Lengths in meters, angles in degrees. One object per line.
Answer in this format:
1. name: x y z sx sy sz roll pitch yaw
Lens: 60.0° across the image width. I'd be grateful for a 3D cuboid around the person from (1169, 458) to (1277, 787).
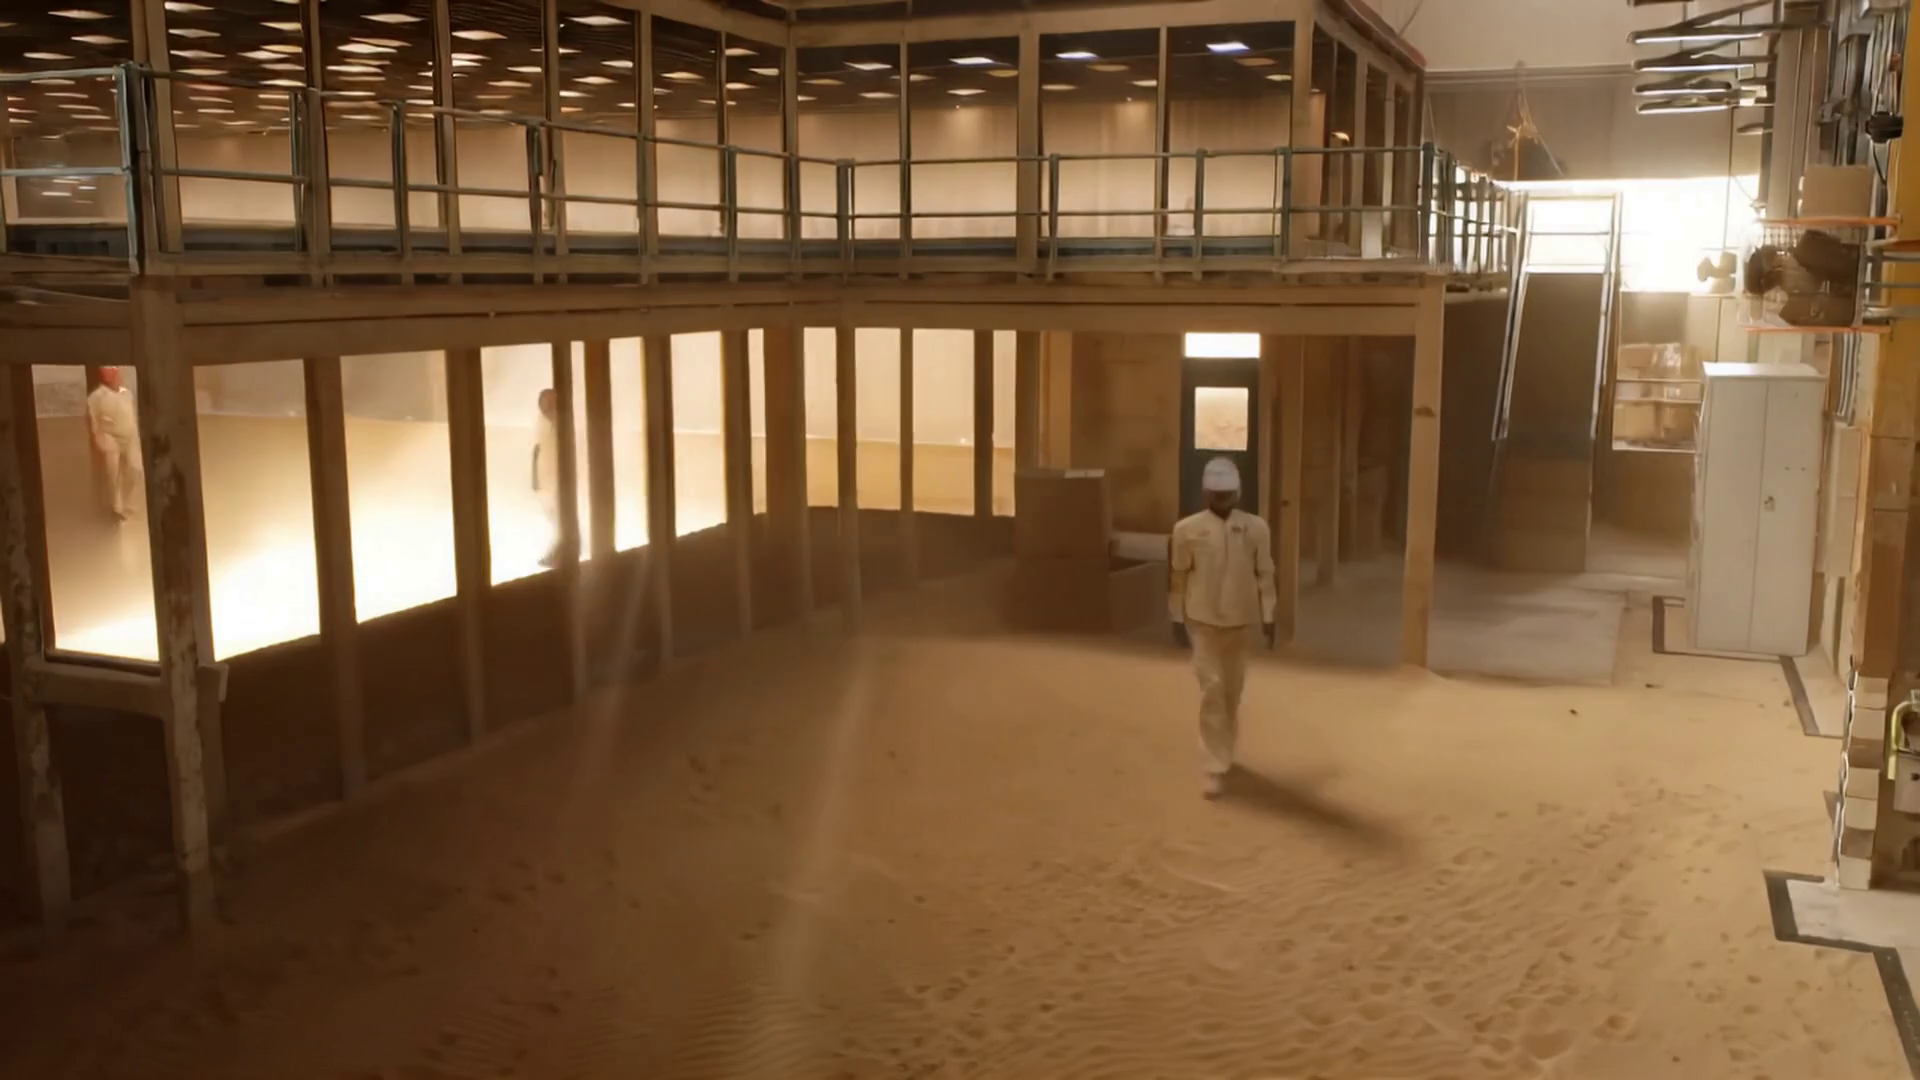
1. person: 1.586 0.474 10.041 0.609 1.940 1.029 0 9 -2
